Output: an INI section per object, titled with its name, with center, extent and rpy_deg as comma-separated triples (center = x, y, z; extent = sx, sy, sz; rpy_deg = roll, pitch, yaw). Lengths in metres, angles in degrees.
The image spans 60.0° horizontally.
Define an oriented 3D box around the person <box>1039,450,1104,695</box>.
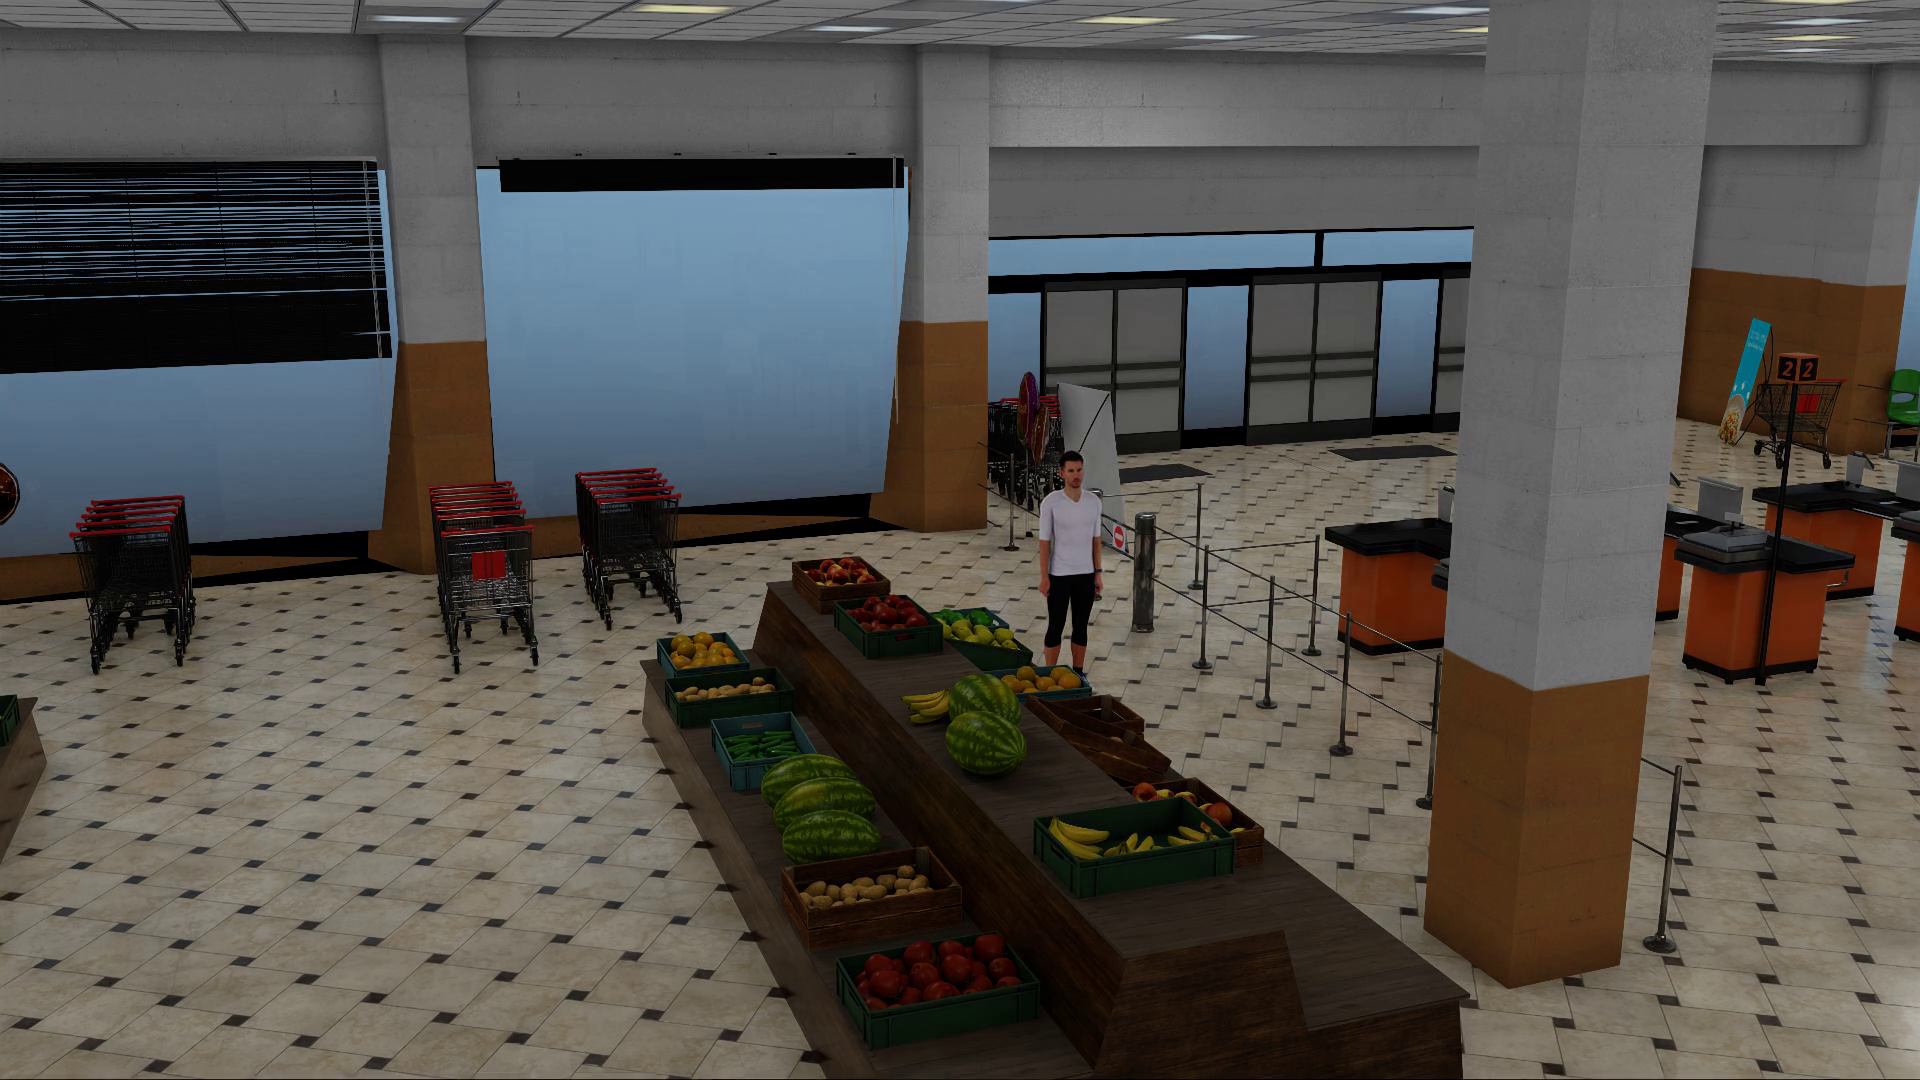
[person]
center = 0.825, 0.240, 12.476
extent = 0.654, 1.852, 0.547
rpy_deg = -5, 14, -19
